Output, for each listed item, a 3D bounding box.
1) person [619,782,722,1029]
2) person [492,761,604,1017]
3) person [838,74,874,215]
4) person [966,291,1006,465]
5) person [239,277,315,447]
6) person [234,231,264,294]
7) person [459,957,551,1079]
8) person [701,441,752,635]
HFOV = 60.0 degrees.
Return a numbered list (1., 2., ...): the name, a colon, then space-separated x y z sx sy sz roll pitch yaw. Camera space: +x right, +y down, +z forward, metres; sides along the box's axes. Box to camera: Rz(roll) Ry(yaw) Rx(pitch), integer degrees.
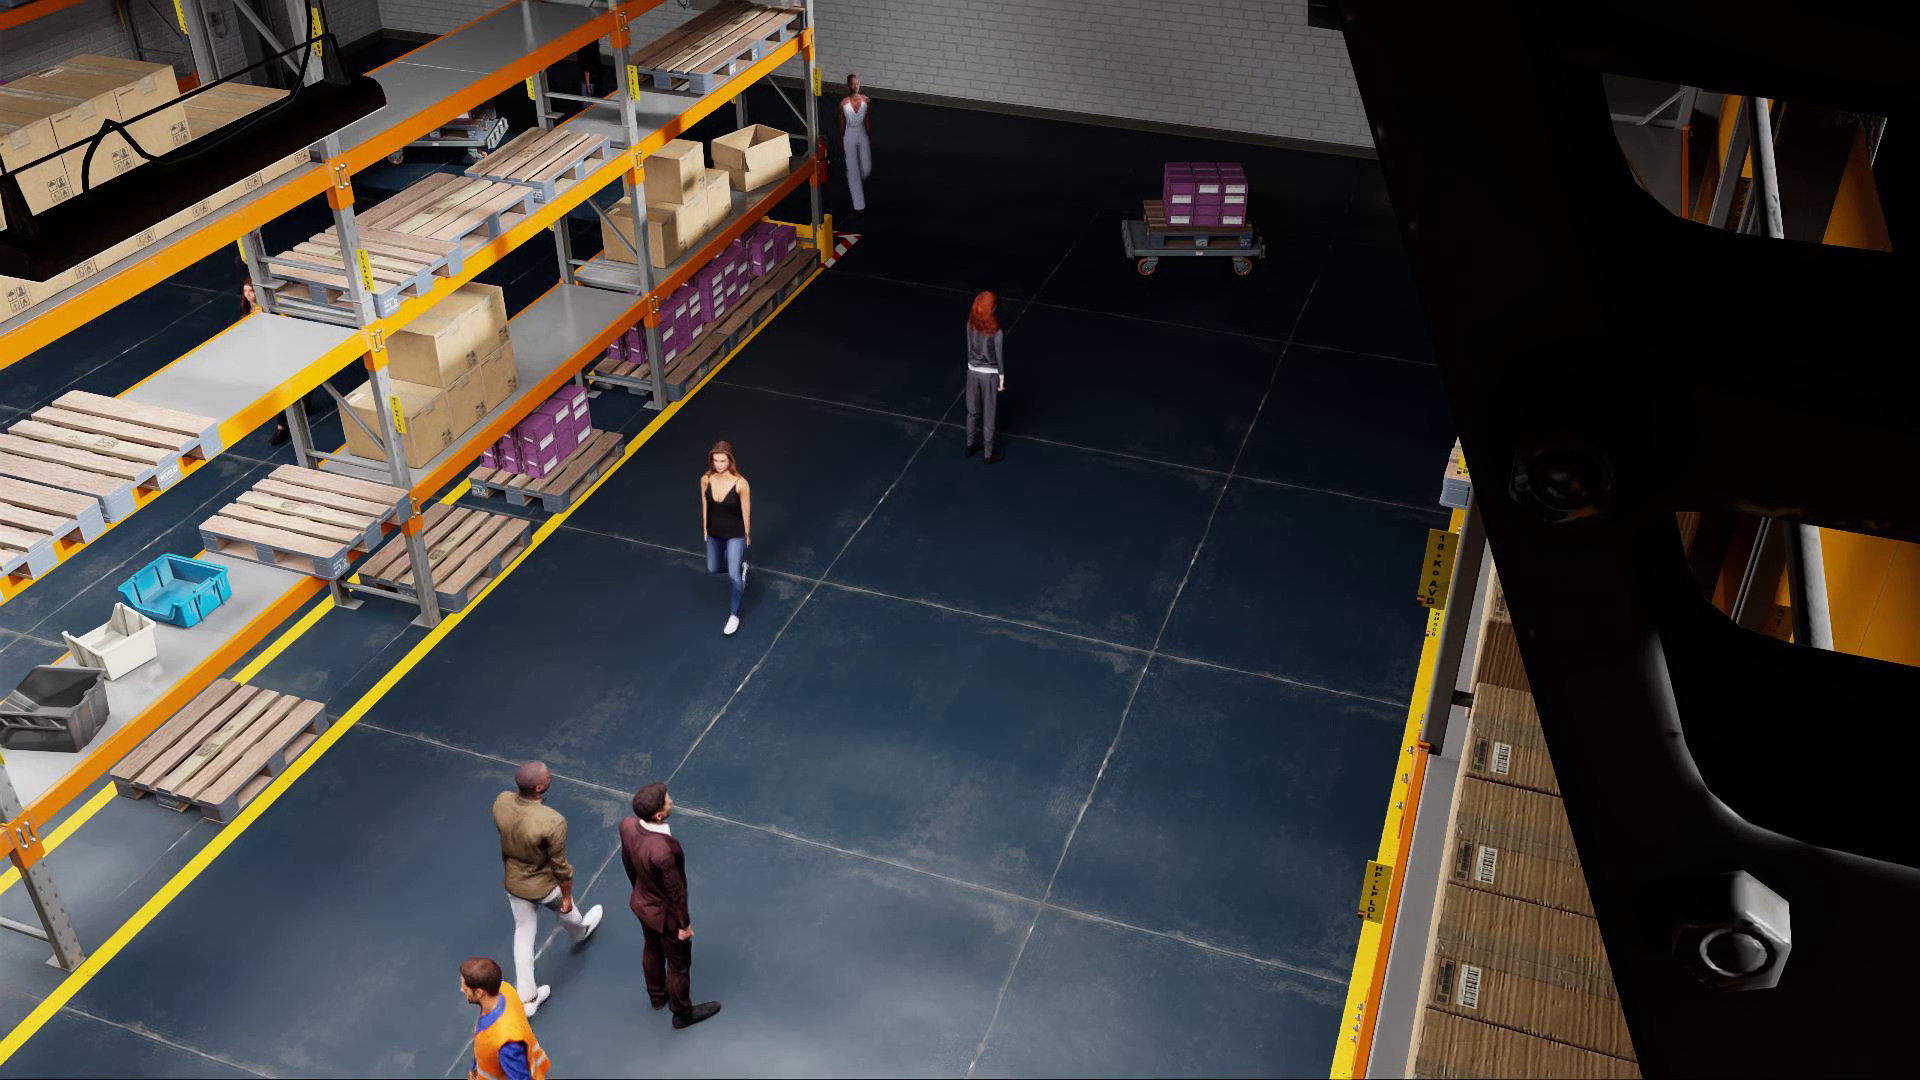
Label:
1. person: -1.812 2.214 10.108 0.756 1.864 0.768 -29 43 -36
2. person: -2.658 2.170 10.250 0.710 1.779 1.129 11 35 16
3. person: -1.356 -5.054 21.127 0.823 1.770 0.893 -13 36 -18
4. person: 0.230 -1.554 15.853 0.623 1.779 0.579 22 39 29
5. person: -6.735 -1.845 16.376 0.600 1.685 1.063 12 35 17
6. person: -7.221 -2.368 17.142 0.755 1.708 1.008 4 34 6
7. person: -2.322 2.935 9.054 0.946 1.830 0.884 -13 36 -18
8. person: -1.903 -0.094 13.724 0.574 1.703 0.931 10 35 14
